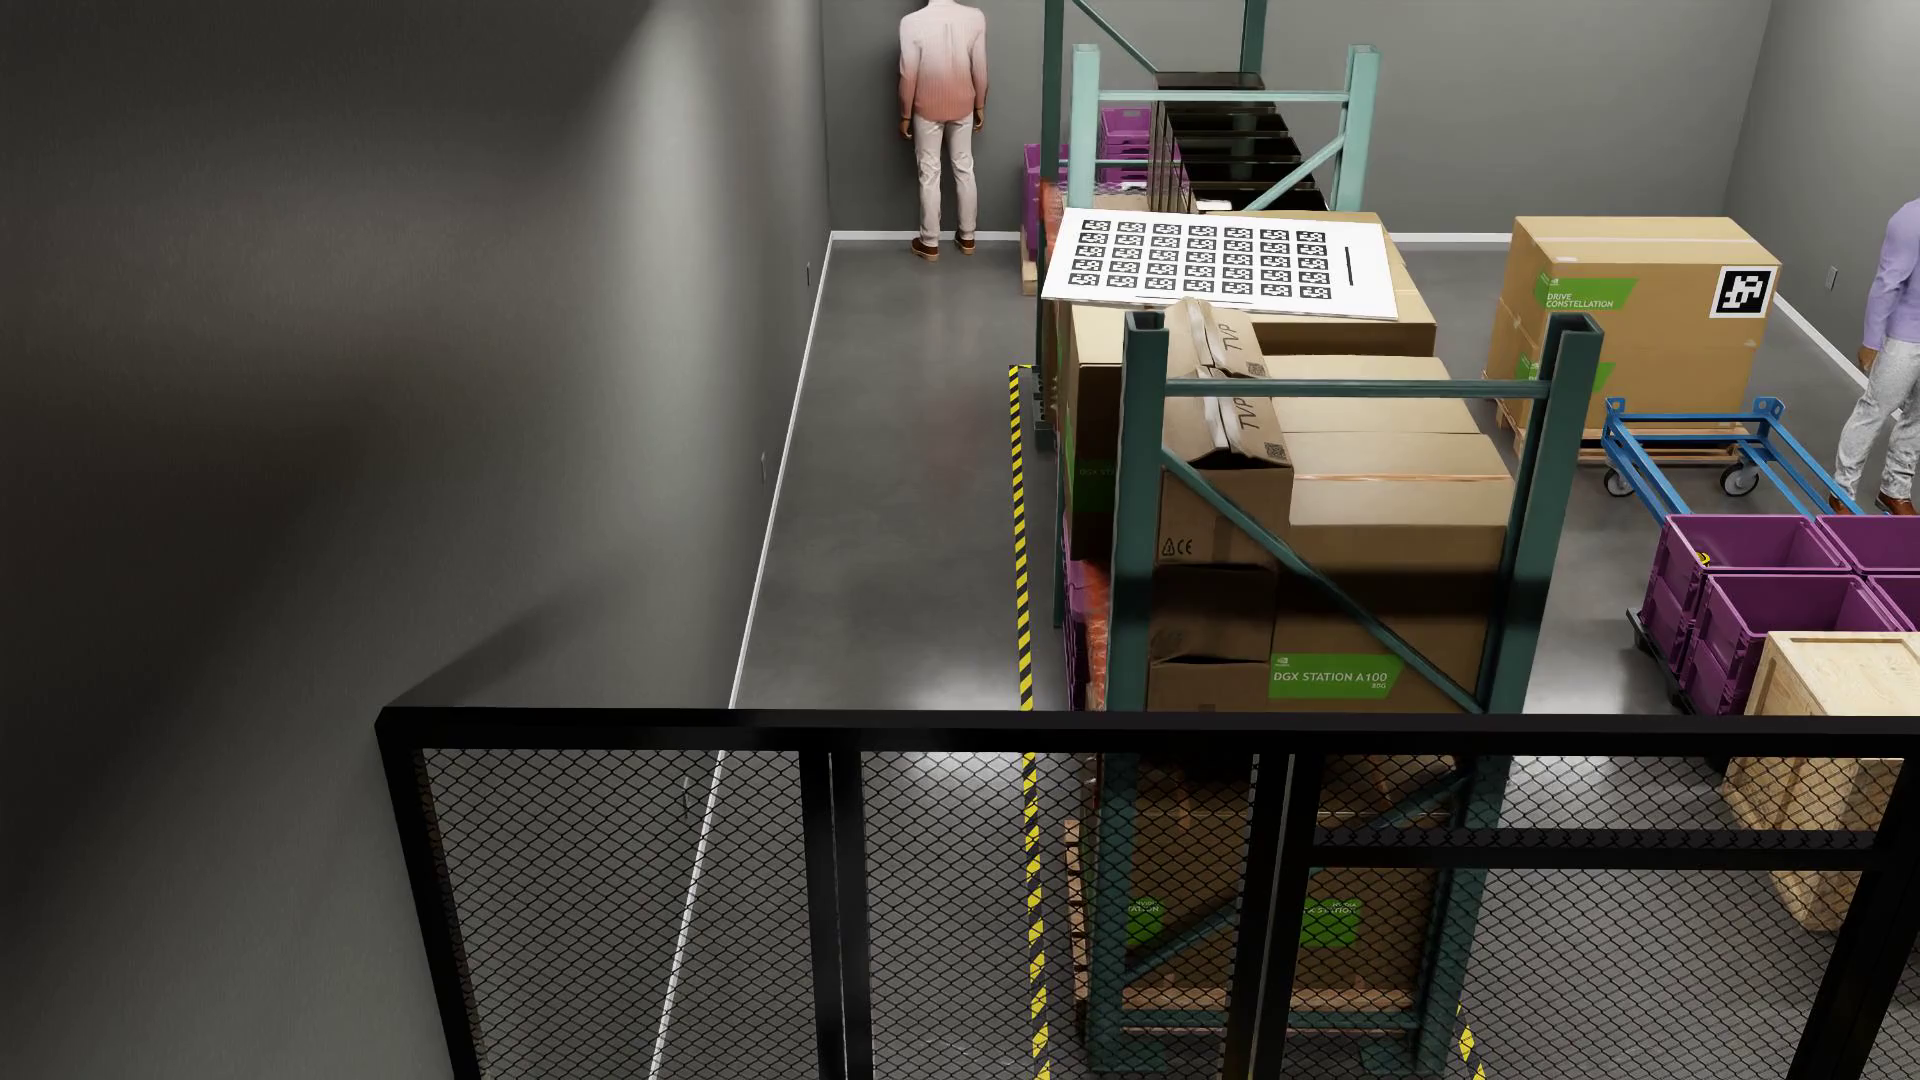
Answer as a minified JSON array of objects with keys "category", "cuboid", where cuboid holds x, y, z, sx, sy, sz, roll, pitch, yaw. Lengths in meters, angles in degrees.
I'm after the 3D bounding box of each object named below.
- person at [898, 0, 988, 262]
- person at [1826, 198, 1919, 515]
[{"category":"person","cuboid":[-0.122,-2.824,10.852,0.622,1.992,0.396,-13,33,-20]},{"category":"person","cuboid":[4.523,-0.942,7.780,0.636,1.939,0.363,-1,31,-2]}]
